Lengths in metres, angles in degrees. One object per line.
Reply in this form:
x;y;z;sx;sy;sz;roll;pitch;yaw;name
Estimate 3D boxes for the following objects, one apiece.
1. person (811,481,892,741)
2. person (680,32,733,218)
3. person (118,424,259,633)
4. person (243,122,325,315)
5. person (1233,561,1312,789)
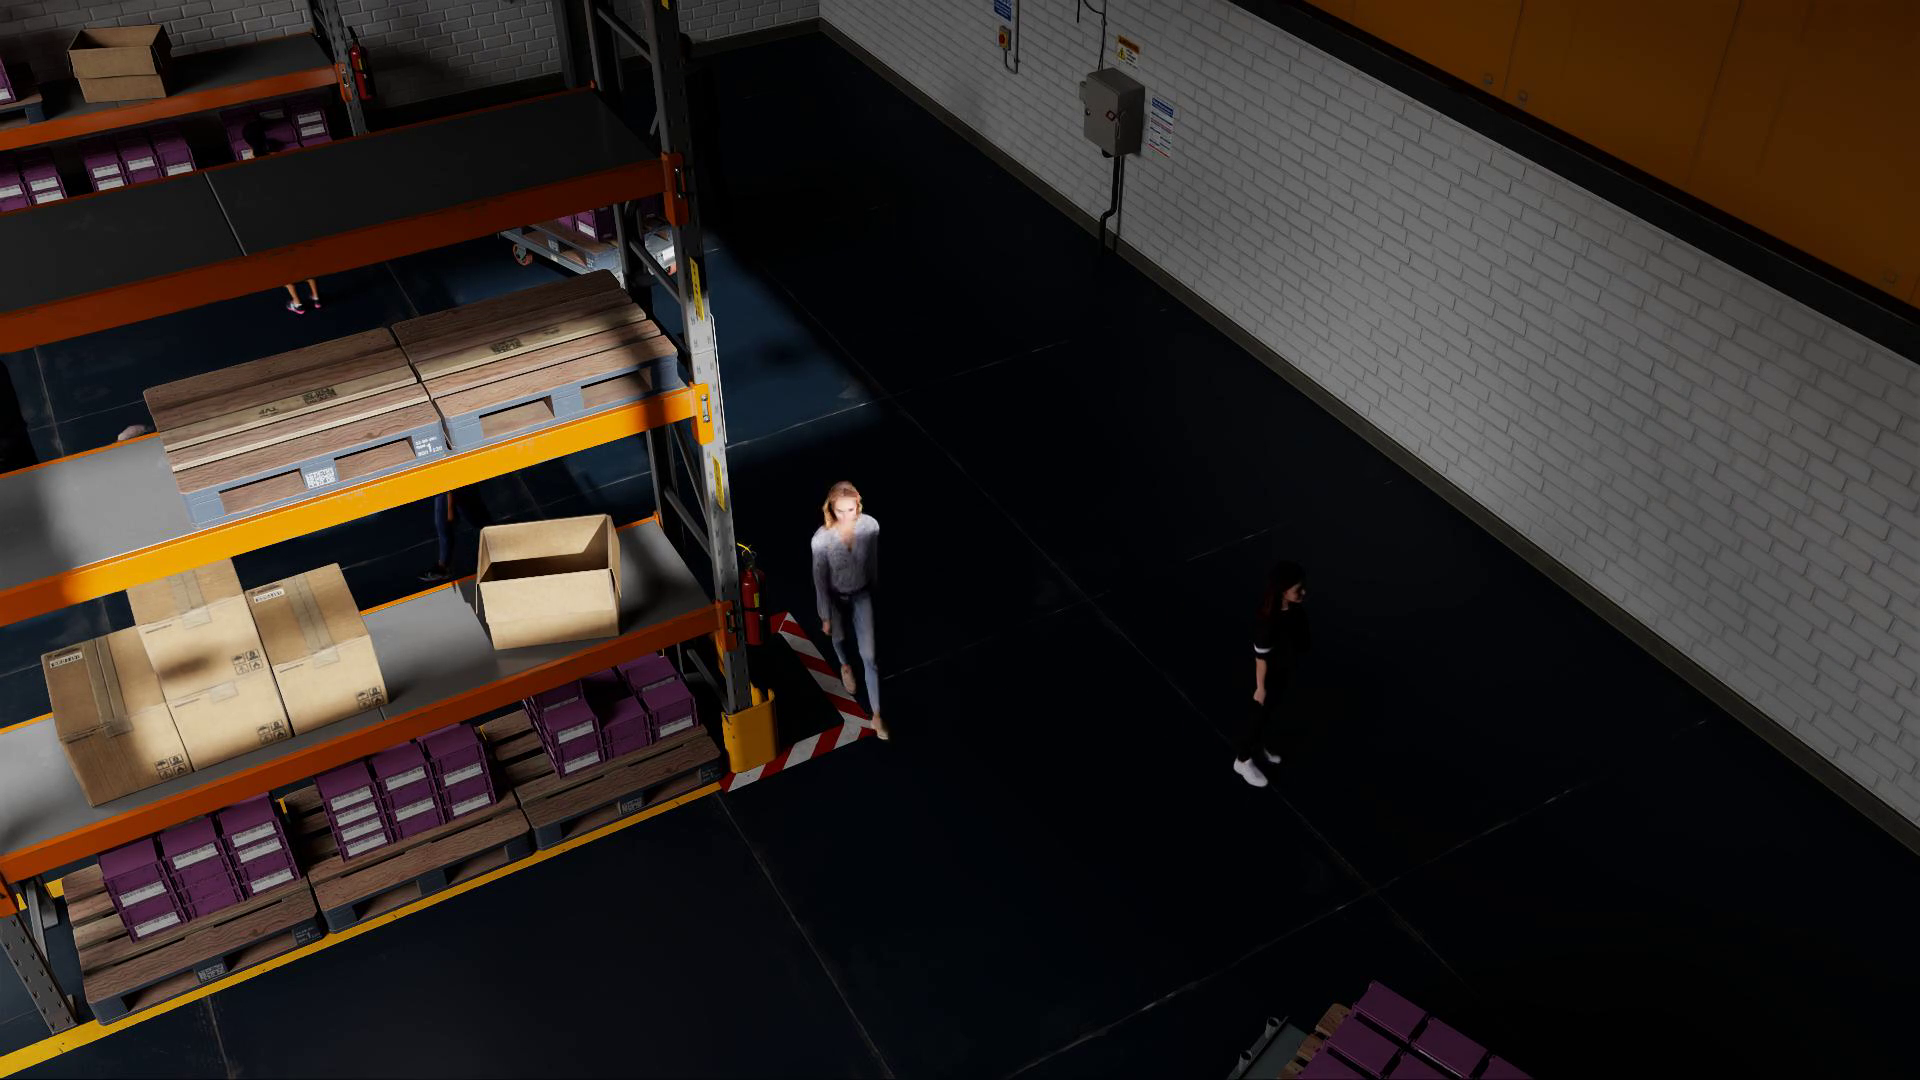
-0.738;0.318;10.375;1.062;1.760;0.820;-11;40;-13;person
-2.455;-3.827;15.498;0.747;1.844;0.789;-19;42;-22;person
-5.168;0.028;10.701;1.082;1.805;0.949;2;39;3;person
-5.821;-2.751;14.244;0.497;1.726;0.654;-25;45;-28;person
1.845;0.765;9.912;0.766;1.638;0.669;21;43;24;person
